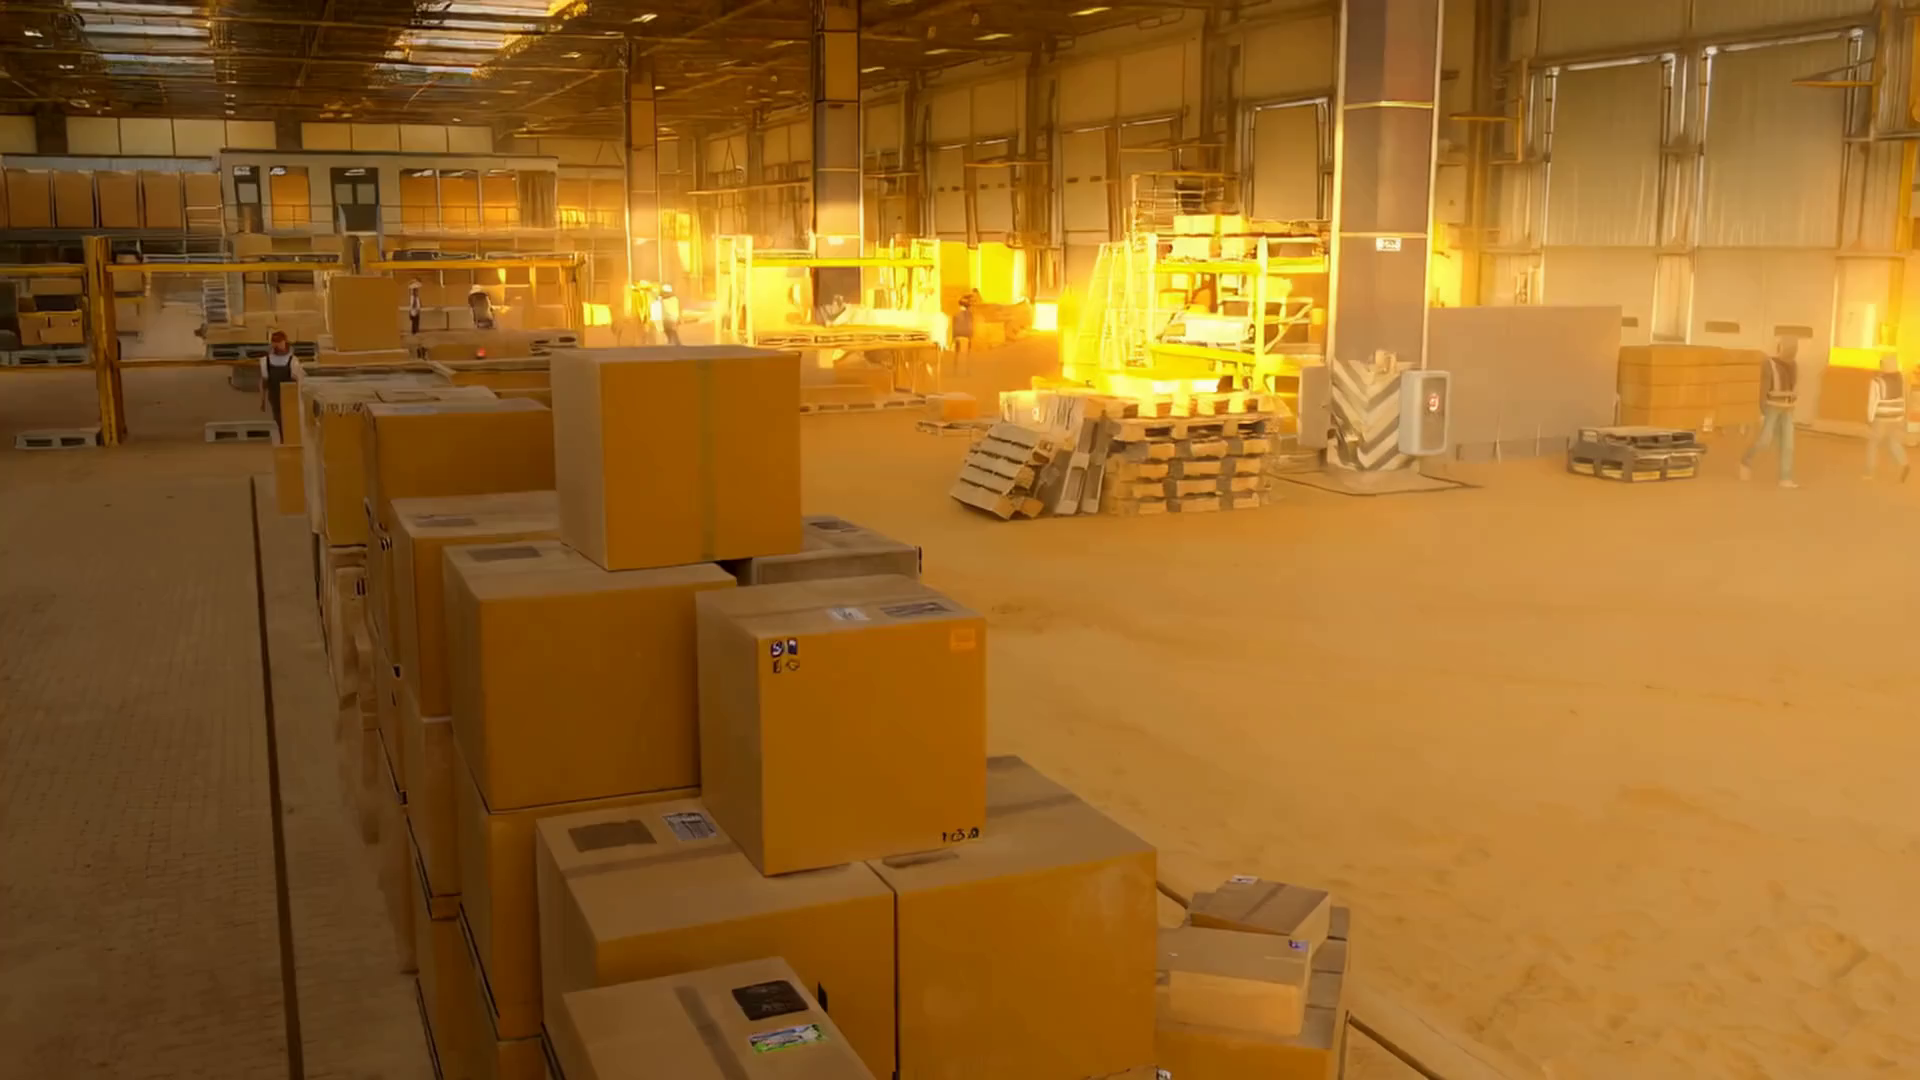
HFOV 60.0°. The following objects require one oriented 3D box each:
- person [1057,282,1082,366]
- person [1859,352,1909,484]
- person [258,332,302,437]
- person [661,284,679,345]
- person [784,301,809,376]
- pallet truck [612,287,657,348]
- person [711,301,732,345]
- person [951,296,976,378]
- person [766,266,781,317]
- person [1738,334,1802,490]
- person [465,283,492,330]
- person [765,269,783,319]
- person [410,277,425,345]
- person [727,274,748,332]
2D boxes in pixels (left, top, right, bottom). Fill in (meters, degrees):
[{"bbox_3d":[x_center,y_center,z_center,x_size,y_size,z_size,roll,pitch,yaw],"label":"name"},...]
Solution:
[{"bbox_3d":[2.597,-5.093,39.240,0.608,1.987,0.399,-3,11,-15],"label":"person"},{"bbox_3d":[11.375,-1.488,20.370,0.519,1.616,0.662,0,10,-1],"label":"person"},{"bbox_3d":[-8.876,-1.835,21.820,0.530,1.800,0.980,-1,10,-7],"label":"person"},{"bbox_3d":[-6.868,-5.077,39.334,0.414,1.916,0.587,3,11,18],"label":"person"},{"bbox_3d":[-3.547,-4.365,36.125,0.549,1.640,0.881,-2,10,-10],"label":"person"},{"bbox_3d":[-6.464,-4.406,35.401,0.823,1.965,1.885,6,12,32],"label":"pallet truck"},{"bbox_3d":[-5.166,-4.341,35.989,0.494,1.644,1.010,-6,12,-29],"label":"person"},{"bbox_3d":[0.074,-4.350,35.738,0.533,1.765,0.330,0,10,1],"label":"person"},{"bbox_3d":[-7.081,-9.448,63.264,0.701,1.971,0.636,7,12,33],"label":"person"},{"bbox_3d":[9.856,-1.564,20.145,0.582,1.857,0.816,-2,10,-9],"label":"person"},{"bbox_3d":[-12.135,-5.546,42.048,0.693,1.863,1.006,0,10,-2],"label":"person"},{"bbox_3d":[-6.905,-9.185,61.990,0.593,1.905,0.602,4,11,23],"label":"person"},{"bbox_3d":[-15.127,-6.354,46.331,0.363,1.928,0.587,-3,11,-15],"label":"person"},{"bbox_3d":[-6.901,-7.299,51.659,0.634,1.891,1.018,5,11,24],"label":"person"}]
